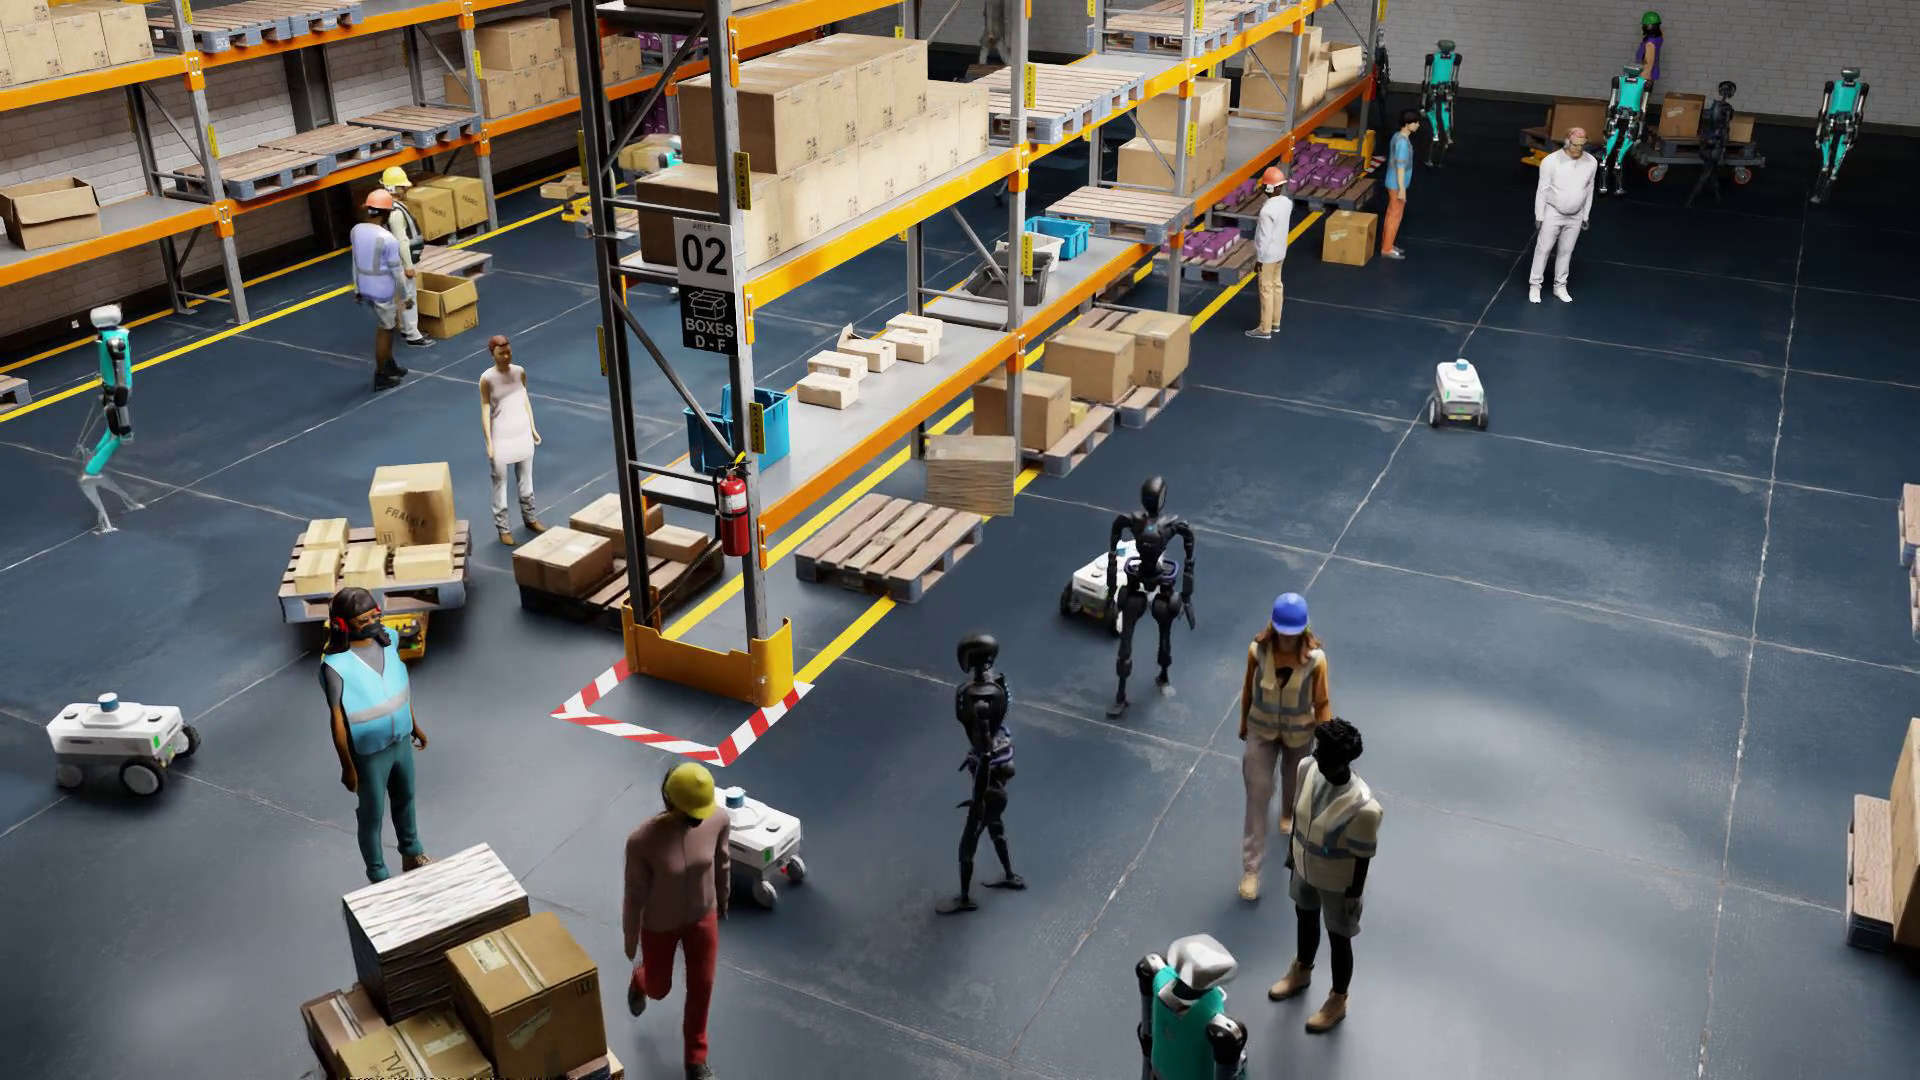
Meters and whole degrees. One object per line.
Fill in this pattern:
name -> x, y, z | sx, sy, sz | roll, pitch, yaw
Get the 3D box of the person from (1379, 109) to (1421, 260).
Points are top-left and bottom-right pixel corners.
person -> 5.163, -4.184, 19.552 | 0.322, 1.755, 0.509 | 4, 27, 9

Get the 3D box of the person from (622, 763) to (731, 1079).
person -> -1.332, 1.700, 7.692 | 0.574, 1.721, 0.660 | -16, 30, -28

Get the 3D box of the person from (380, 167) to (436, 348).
person -> -5.606, -2.855, 16.786 | 0.404, 1.827, 0.598 | -13, 29, -24

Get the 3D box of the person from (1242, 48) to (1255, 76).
person -> 4.330, -6.441, 23.998 | 0.558, 1.868, 0.391 | -2, 26, -5

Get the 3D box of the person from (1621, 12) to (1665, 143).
person -> 10.218, -6.892, 24.835 | 0.417, 1.925, 0.532 | 10, 28, 20

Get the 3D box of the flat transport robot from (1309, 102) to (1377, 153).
flat transport robot -> 5.474, -5.972, 24.841 | 1.431, 0.231, 0.659 | 7, 27, 13

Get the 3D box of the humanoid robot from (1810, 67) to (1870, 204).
humanoid robot -> 11.434, -5.152, 21.662 | 0.534, 1.871, 0.838 | 8, 27, 15

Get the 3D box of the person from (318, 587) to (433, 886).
person -> -3.071, 1.086, 8.785 | 0.382, 1.865, 0.538 | 14, 29, 25

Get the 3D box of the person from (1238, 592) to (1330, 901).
person -> 1.777, 1.014, 9.079 | 0.500, 1.728, 0.922 | 7, 27, 14

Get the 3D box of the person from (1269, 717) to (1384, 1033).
person -> 1.757, 1.585, 7.975 | 0.319, 1.692, 0.531 | -15, 30, -28

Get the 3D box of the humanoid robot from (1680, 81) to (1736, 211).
humanoid robot -> 9.791, -5.089, 21.507 | 0.693, 1.627, 0.622 | -1, 26, -2

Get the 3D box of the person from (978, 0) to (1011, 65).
person -> 0.584, -8.890, 29.045 | 0.976, 1.776, 0.529 | 17, 31, 31

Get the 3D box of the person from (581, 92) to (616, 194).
person -> -4.605, -5.055, 21.212 | 0.385, 1.844, 0.563 | 5, 27, 10

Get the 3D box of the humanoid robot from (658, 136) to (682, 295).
humanoid robot -> -3.071, -3.484, 18.175 | 0.541, 1.725, 1.045 | 4, 27, 7

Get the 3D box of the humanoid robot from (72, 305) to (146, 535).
humanoid robot -> -6.785, -0.905, 12.994 | 0.809, 1.797, 0.530 | -15, 30, -27

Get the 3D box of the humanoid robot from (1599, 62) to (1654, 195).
humanoid robot -> 8.633, -5.353, 21.786 | 0.533, 1.677, 0.735 | 19, 32, 33

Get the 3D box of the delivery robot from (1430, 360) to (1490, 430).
delivery robot -> 4.549, -1.354, 15.171 | 0.499, 0.576, 0.768 | 4, 27, 7

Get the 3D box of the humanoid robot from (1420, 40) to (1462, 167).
humanoid robot -> 6.799, -6.069, 23.376 | 0.551, 1.798, 0.674 | -5, 27, -10

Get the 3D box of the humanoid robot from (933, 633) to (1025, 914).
humanoid robot -> 0.120, 1.212, 8.753 | 0.496, 1.643, 0.589 | -2, 26, -4

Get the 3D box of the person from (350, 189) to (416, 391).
person -> -5.419, -2.350, 15.692 | 0.570, 1.893, 0.615 | 17, 31, 31

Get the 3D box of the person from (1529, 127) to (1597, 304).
person -> 6.543, -3.517, 18.039 | 0.638, 1.908, 0.413 | -3, 26, -5

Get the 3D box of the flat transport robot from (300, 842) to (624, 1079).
flat transport robot -> -2.348, 2.536, 7.656 | 1.431, 0.231, 0.659 | -18, 32, -32

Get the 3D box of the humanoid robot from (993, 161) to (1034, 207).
humanoid robot -> 0.688, -5.088, 21.466 | 0.387, 1.642, 0.612 | -22, 34, -37

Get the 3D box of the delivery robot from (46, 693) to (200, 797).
delivery robot -> -5.058, 1.193, 10.021 | 0.747, 0.572, 0.499 | 1, 26, 3

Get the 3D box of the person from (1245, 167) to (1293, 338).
person -> 3.161, -2.950, 17.062 | 0.340, 1.749, 0.567 | 17, 31, 31

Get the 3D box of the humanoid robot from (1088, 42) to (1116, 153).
humanoid robot -> 2.028, -6.530, 24.357 | 0.730, 1.825, 0.546 | -5, 27, -11

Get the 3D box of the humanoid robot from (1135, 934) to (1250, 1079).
humanoid robot -> 1.061, 2.231, 6.658 | 1.033, 1.753, 0.547 | -17, 31, -31

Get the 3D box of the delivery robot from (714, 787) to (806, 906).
delivery robot -> -1.248, 1.636, 9.172 | 0.808, 0.614, 0.499 | 15, 30, 28

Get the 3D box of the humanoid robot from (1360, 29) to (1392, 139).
humanoid robot -> 6.269, -6.861, 25.108 | 0.793, 1.624, 0.613 | -10, 28, -19

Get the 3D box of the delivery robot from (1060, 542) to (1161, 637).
delivery robot -> 1.114, 0.292, 11.838 | 0.499, 0.570, 0.753 | 21, 33, 36

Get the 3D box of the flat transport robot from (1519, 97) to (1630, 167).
flat transport robot -> 8.870, -5.523, 23.934 | 1.431, 0.231, 0.659 | -12, 29, -23

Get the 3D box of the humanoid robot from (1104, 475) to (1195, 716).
humanoid robot -> 1.210, 0.331, 10.552 | 0.599, 1.644, 0.608 | 7, 27, 13

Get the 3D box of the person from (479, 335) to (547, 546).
person -> -3.451, -0.782, 12.785 | 0.451, 1.660, 0.284 | -24, 35, -39

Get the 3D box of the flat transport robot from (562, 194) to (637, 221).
flat transport robot -> -4.313, -4.236, 21.334 | 1.431, 0.231, 0.659 | 4, 27, 9

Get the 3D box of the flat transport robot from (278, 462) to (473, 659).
flat transport robot -> -4.117, 0.448, 11.873 | 0.659, 0.231, 1.431 | -5, 27, -10
